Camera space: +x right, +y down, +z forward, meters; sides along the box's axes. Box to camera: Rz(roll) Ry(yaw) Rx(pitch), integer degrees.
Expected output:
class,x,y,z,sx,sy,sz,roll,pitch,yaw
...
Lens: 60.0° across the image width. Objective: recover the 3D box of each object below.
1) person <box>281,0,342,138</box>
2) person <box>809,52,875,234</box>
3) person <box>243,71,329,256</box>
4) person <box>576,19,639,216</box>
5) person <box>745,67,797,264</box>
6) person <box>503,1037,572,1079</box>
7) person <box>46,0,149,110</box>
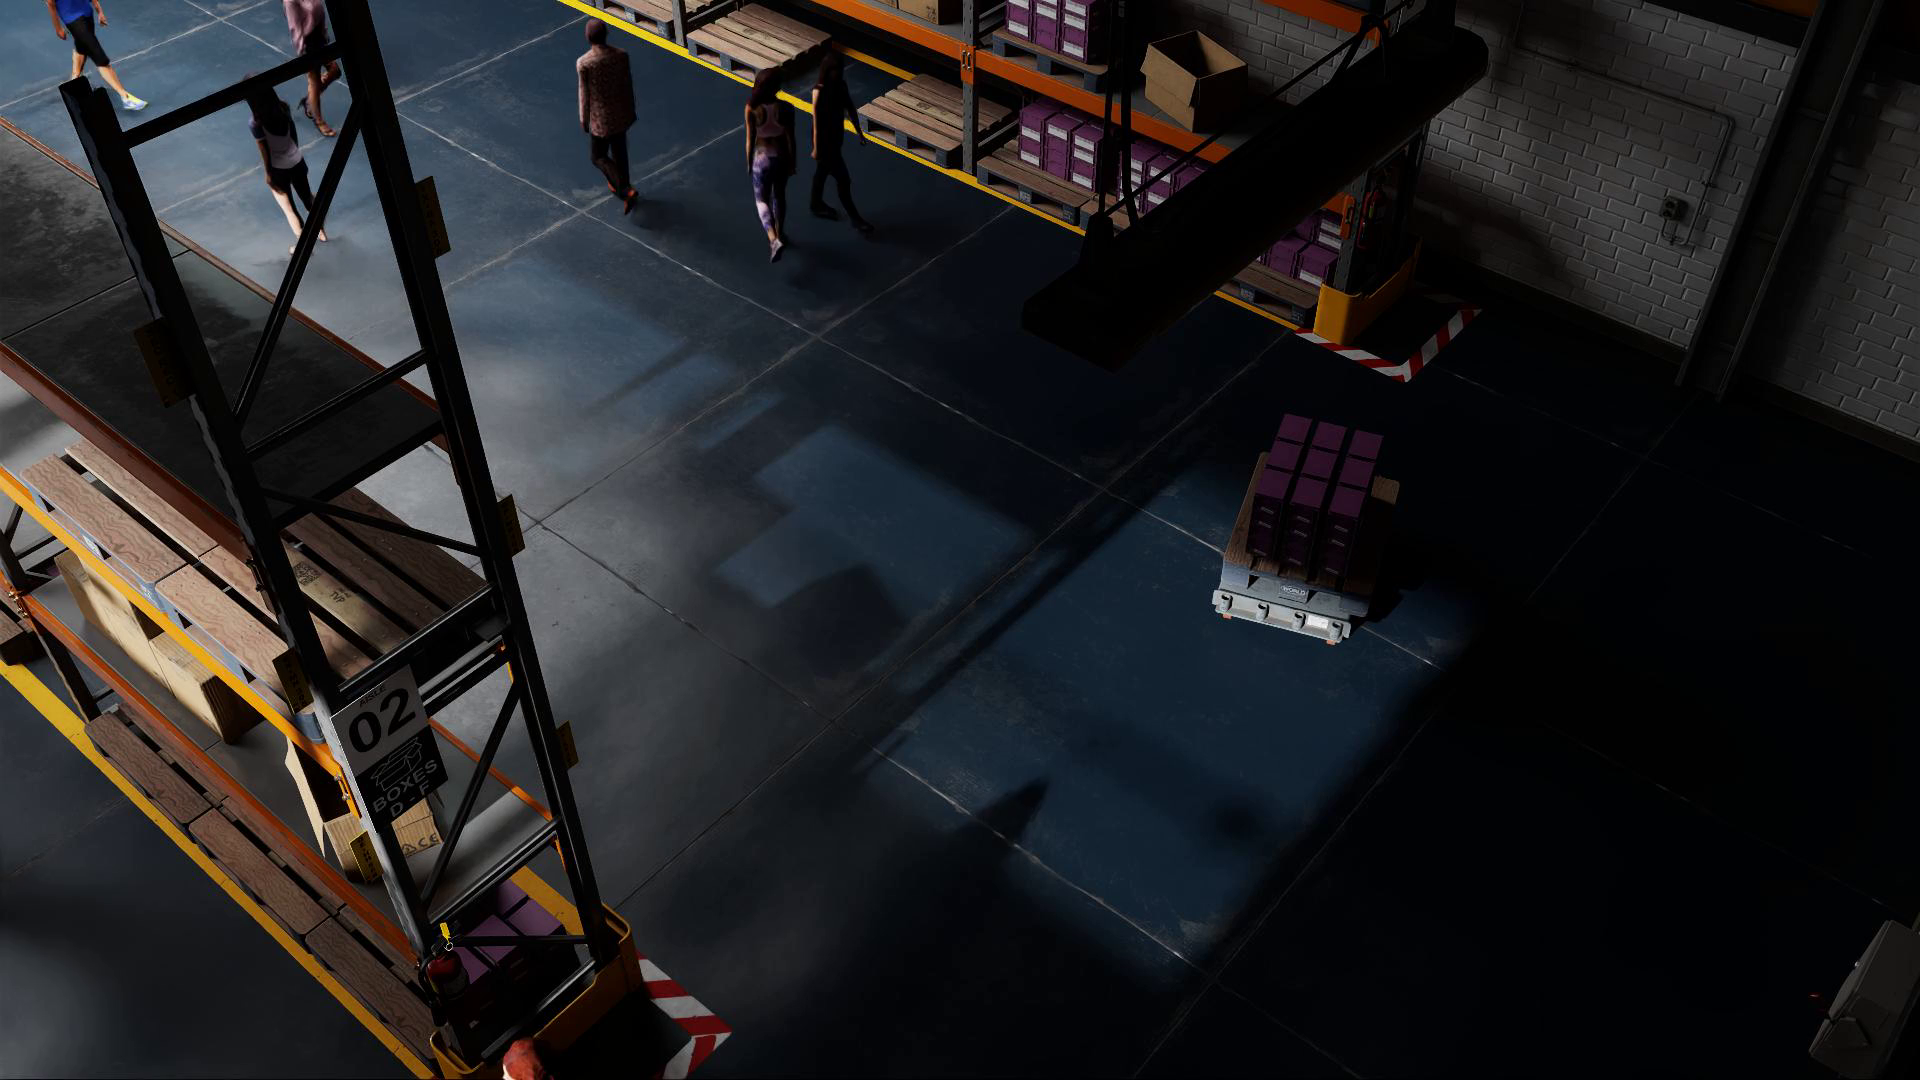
class,x,y,z,sx,sy,sz,roll,pitch,yaw
person,-6.265,-4.714,15.883,0.893,1.790,0.862,11,45,12
person,-1.223,-3.561,14.772,1.027,1.655,0.737,17,46,17
person,-5.874,-3.267,14.426,0.614,1.706,0.653,16,46,16
person,-3.106,-3.746,14.871,0.766,1.786,0.976,-31,52,-28
person,-1.600,-3.192,14.318,0.948,1.746,1.098,-11,45,-11
person,-1.799,2.830,7.946,0.895,1.817,0.860,-17,46,-17
person,-8.712,-5.123,16.292,1.328,1.820,0.895,17,46,17
